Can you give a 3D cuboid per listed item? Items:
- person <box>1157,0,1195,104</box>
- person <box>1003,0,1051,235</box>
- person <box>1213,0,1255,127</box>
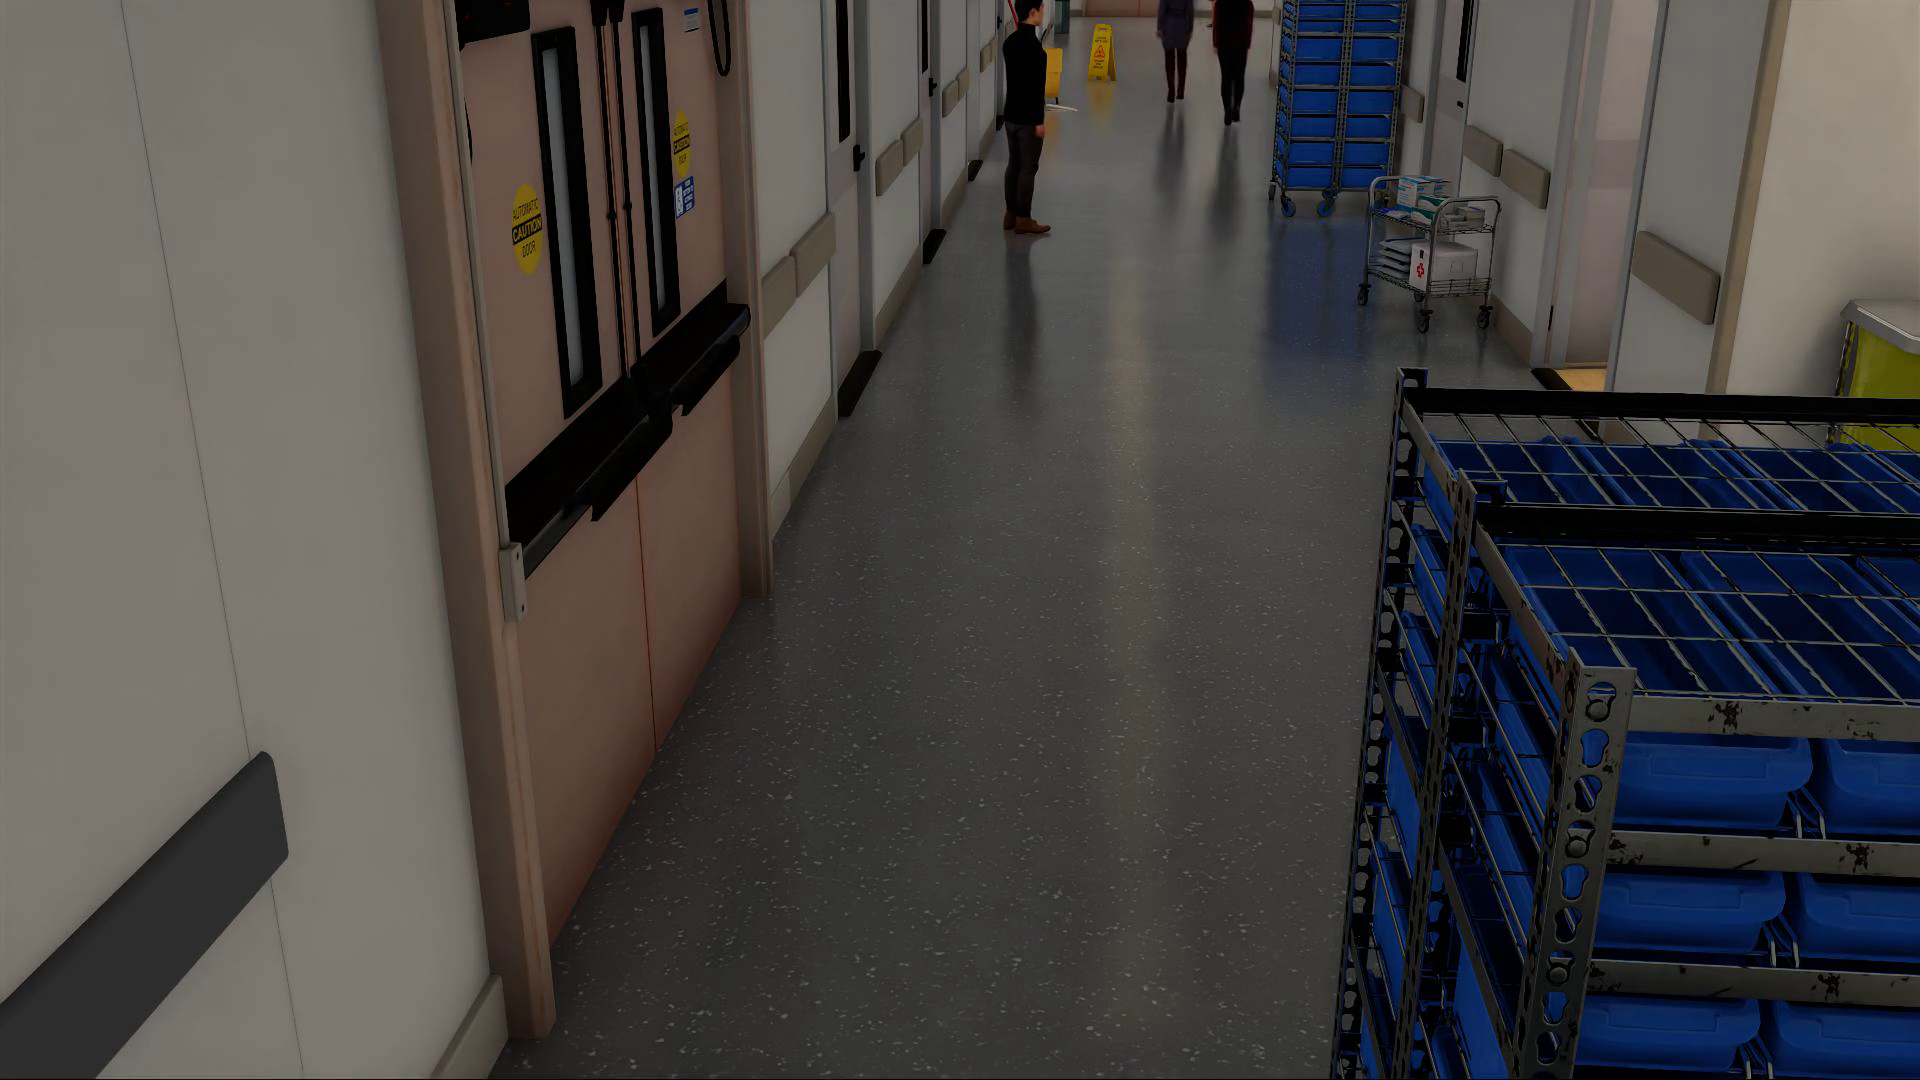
[{"bbox_3d":[2.645,-6.220,20.363,0.619,1.699,0.628,-1,21,-2],"label":"person"},{"bbox_3d":[0.469,-3.124,12.155,0.780,1.723,0.646,-8,22,-21],"label":"person"},{"bbox_3d":[2.977,-5.377,18.209,0.595,1.647,0.570,3,21,9],"label":"person"}]
